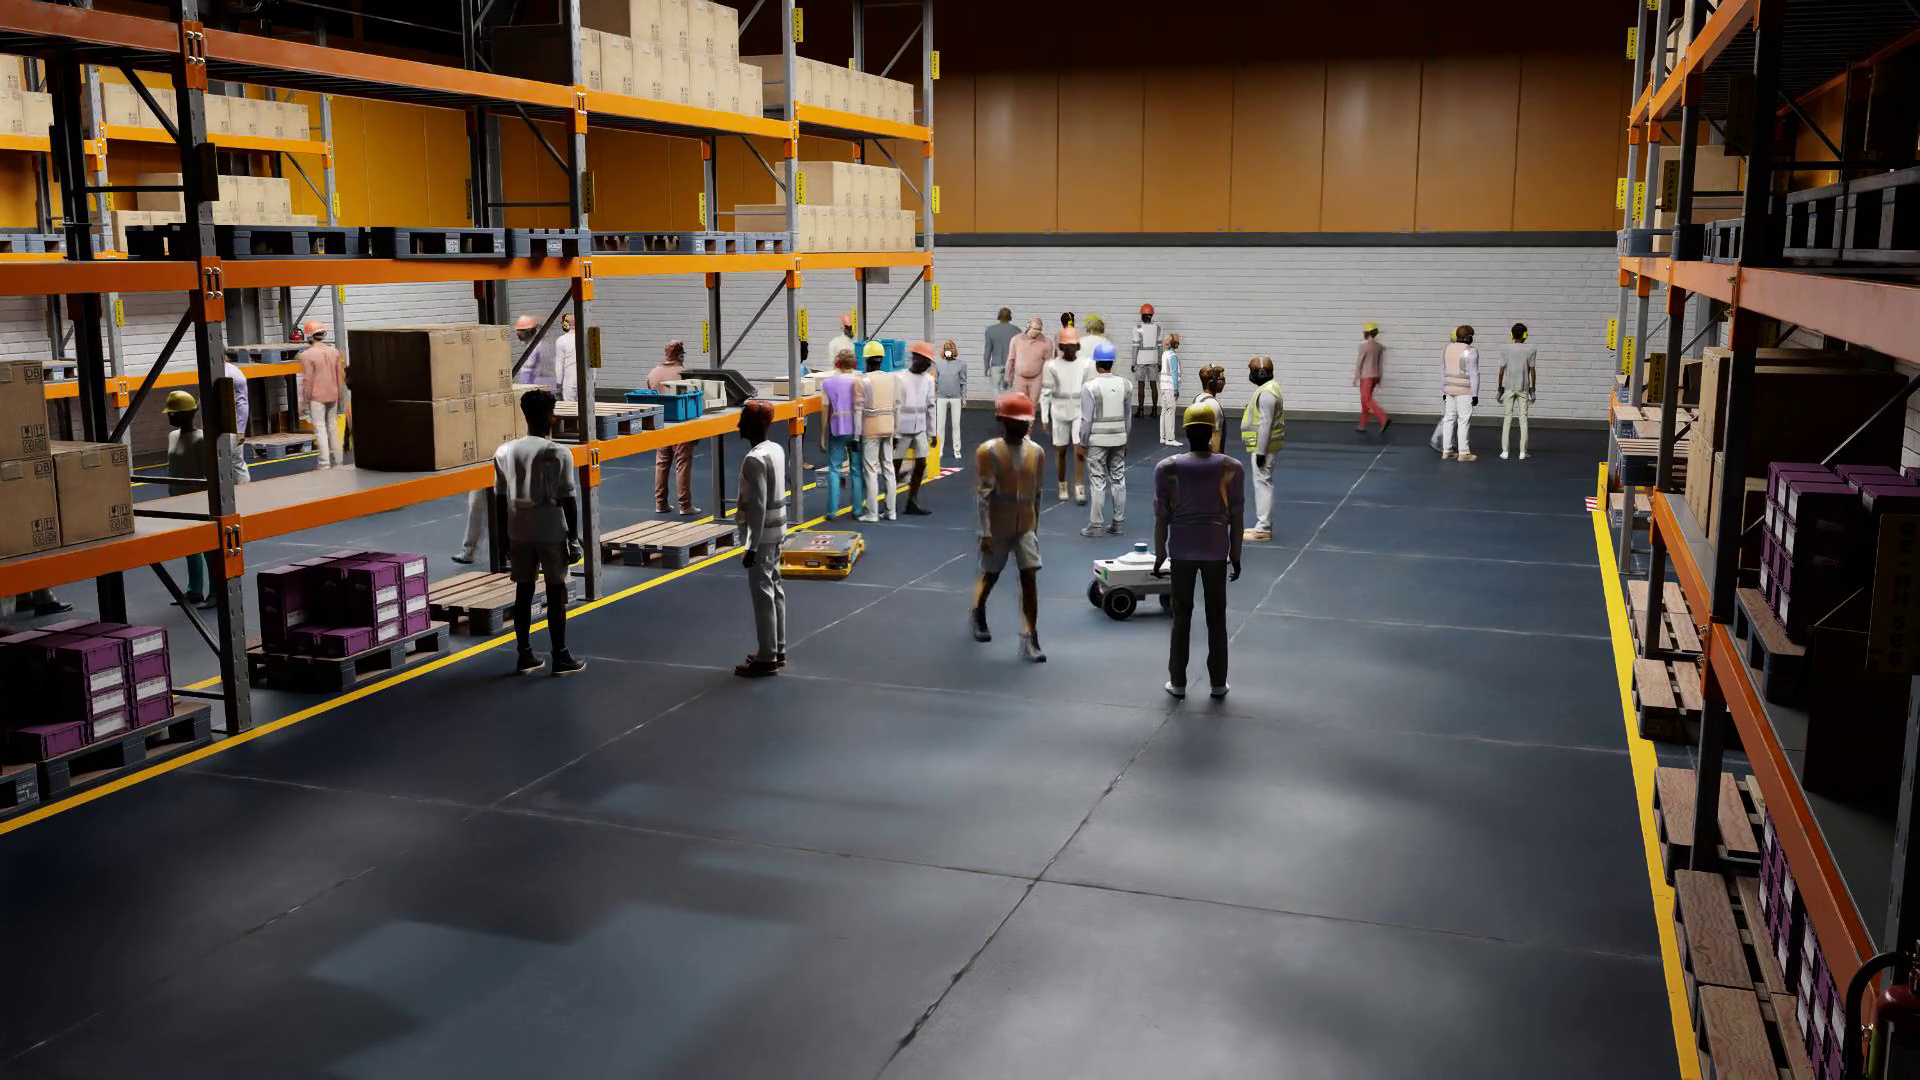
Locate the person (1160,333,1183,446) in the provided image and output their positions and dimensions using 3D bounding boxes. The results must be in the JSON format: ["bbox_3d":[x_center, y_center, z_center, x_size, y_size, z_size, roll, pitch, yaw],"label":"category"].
[{"bbox_3d":[3.084,-2.201,24.335,0.308,1.645,0.514,-2,10,-10],"label":"person"}]

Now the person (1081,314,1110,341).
[{"bbox_3d":[2.139,-2.785,27.200,0.630,1.786,0.857,-6,12,-32],"label":"person"}]

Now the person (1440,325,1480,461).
[{"bbox_3d":[6.827,-2.000,22.646,0.429,1.841,0.633,-6,12,-29],"label":"person"}]

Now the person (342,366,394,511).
[{"bbox_3d":[-6.437,-1.086,18.045,0.543,1.652,0.875,10,14,44],"label":"person"}]

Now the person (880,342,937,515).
[{"bbox_3d":[-0.564,-1.193,17.992,0.633,1.886,0.499,-5,11,-27],"label":"person"}]

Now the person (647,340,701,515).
[{"bbox_3d":[-3.089,-1.220,18.115,0.639,1.899,0.395,6,11,29],"label":"person"}]

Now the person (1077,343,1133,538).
[{"bbox_3d":[1.446,-0.989,16.646,0.602,1.949,0.388,-6,12,-29],"label":"person"}]

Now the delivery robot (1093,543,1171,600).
[{"bbox_3d":[1.433,0.270,13.220,0.707,0.478,0.477,-2,10,-12],"label":"delivery robot"}]

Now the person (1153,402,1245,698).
[{"bbox_3d":[1.537,0.073,10.755,0.585,1.918,0.377,1,10,4],"label":"person"}]

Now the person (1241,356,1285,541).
[{"bbox_3d":[3.003,-0.909,16.535,0.430,1.834,0.632,2,10,11],"label":"person"}]

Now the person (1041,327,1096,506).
[{"bbox_3d":[1.230,-1.386,18.739,0.633,1.994,0.983,0,10,-1],"label":"person"}]

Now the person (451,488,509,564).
[{"bbox_3d":[-4.337,-0.566,15.227,0.533,1.596,0.845,4,11,19],"label":"person"}]

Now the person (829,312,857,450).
[{"bbox_3d":[-1.612,-2.276,23.826,0.620,1.975,0.693,-5,11,-28],"label":"person"}]

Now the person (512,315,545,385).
[{"bbox_3d":[-5.644,-1.992,22.167,1.016,2.008,0.620,-3,11,-16],"label":"person"}]

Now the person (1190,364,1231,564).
[{"bbox_3d":[2.292,-0.698,15.305,0.346,1.846,0.506,-3,10,-15],"label":"person"}]

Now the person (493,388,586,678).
[{"bbox_3d":[-2.851,-0.047,11.296,0.612,1.962,0.363,3,11,18],"label":"person"}]

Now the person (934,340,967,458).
[{"bbox_3d":[-0.154,-1.934,22.857,0.505,1.633,0.279,0,10,1],"label":"person"}]

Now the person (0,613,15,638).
[{"bbox_3d":[-6.143,0.141,10.376,0.554,1.916,0.696,3,10,15],"label":"person"}]

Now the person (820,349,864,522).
[{"bbox_3d":[-1.200,-1.098,17.588,0.570,1.838,0.401,-3,11,-18],"label":"person"}]

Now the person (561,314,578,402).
[{"bbox_3d":[-6.011,-2.553,25.681,0.328,1.872,0.514,3,11,17],"label":"person"}]

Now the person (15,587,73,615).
[{"bbox_3d":[-7.397,-0.318,13.217,0.588,1.827,0.404,7,12,34],"label":"person"}]

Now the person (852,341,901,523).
[{"bbox_3d":[-0.897,-1.141,17.609,0.590,1.917,0.397,-7,12,-36],"label":"person"}]

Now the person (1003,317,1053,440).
[{"bbox_3d":[1.000,-2.355,24.552,0.727,1.870,0.501,0,10,1],"label":"person"}]

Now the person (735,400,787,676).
[{"bbox_3d":[-1.360,-0.008,11.342,0.384,1.886,0.587,2,10,9],"label":"person"}]

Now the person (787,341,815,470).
[{"bbox_3d":[-2.090,-1.763,21.716,0.316,1.696,0.542,-4,11,-24],"label":"person"}]

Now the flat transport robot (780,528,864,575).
[{"bbox_3d":[-1.279,0.099,15.244,0.652,0.197,1.431,0,10,3],"label":"flat transport robot"}]

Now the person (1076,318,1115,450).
[{"bbox_3d":[1.895,-2.222,23.754,0.630,1.903,0.958,3,10,16],"label":"person"}]

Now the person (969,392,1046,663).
[{"bbox_3d":[0.333,-0.126,11.937,0.547,1.901,0.959,-4,11,-20],"label":"person"}]

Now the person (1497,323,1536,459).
[{"bbox_3d":[7.625,-2.035,22.783,0.519,1.865,0.326,4,11,21],"label":"person"}]

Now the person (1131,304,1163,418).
[{"bbox_3d":[3.154,-3.025,28.146,0.552,1.935,0.364,-2,10,-13],"label":"person"}]

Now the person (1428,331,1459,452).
[{"bbox_3d":[6.965,-2.121,23.656,0.488,1.734,0.717,3,10,14],"label":"person"}]

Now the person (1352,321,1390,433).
[{"bbox_3d":[6.424,-2.526,25.875,0.521,1.744,0.755,-8,13,-39],"label":"person"}]

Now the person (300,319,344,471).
[{"bbox_3d":[-8.091,-1.794,21.056,0.395,1.992,0.622,4,11,24],"label":"person"}]

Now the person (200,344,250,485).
[{"bbox_3d":[-7.875,-1.188,17.809,0.629,1.935,0.371,5,11,27],"label":"person"}]

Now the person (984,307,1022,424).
[{"bbox_3d":[0.719,-2.841,27.151,0.644,1.919,0.513,-1,10,-4],"label":"person"}]

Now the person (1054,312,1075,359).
[{"bbox_3d":[1.697,-2.660,26.282,0.329,1.872,0.509,-7,12,-36],"label":"person"}]

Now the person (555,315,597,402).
[{"bbox_3d":[-5.706,-2.389,24.692,0.646,1.897,0.398,-7,12,-36],"label":"person"}]

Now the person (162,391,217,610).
[{"bbox_3d":[-6.204,-0.319,13.398,0.534,1.765,0.324,6,12,30],"label":"person"}]
